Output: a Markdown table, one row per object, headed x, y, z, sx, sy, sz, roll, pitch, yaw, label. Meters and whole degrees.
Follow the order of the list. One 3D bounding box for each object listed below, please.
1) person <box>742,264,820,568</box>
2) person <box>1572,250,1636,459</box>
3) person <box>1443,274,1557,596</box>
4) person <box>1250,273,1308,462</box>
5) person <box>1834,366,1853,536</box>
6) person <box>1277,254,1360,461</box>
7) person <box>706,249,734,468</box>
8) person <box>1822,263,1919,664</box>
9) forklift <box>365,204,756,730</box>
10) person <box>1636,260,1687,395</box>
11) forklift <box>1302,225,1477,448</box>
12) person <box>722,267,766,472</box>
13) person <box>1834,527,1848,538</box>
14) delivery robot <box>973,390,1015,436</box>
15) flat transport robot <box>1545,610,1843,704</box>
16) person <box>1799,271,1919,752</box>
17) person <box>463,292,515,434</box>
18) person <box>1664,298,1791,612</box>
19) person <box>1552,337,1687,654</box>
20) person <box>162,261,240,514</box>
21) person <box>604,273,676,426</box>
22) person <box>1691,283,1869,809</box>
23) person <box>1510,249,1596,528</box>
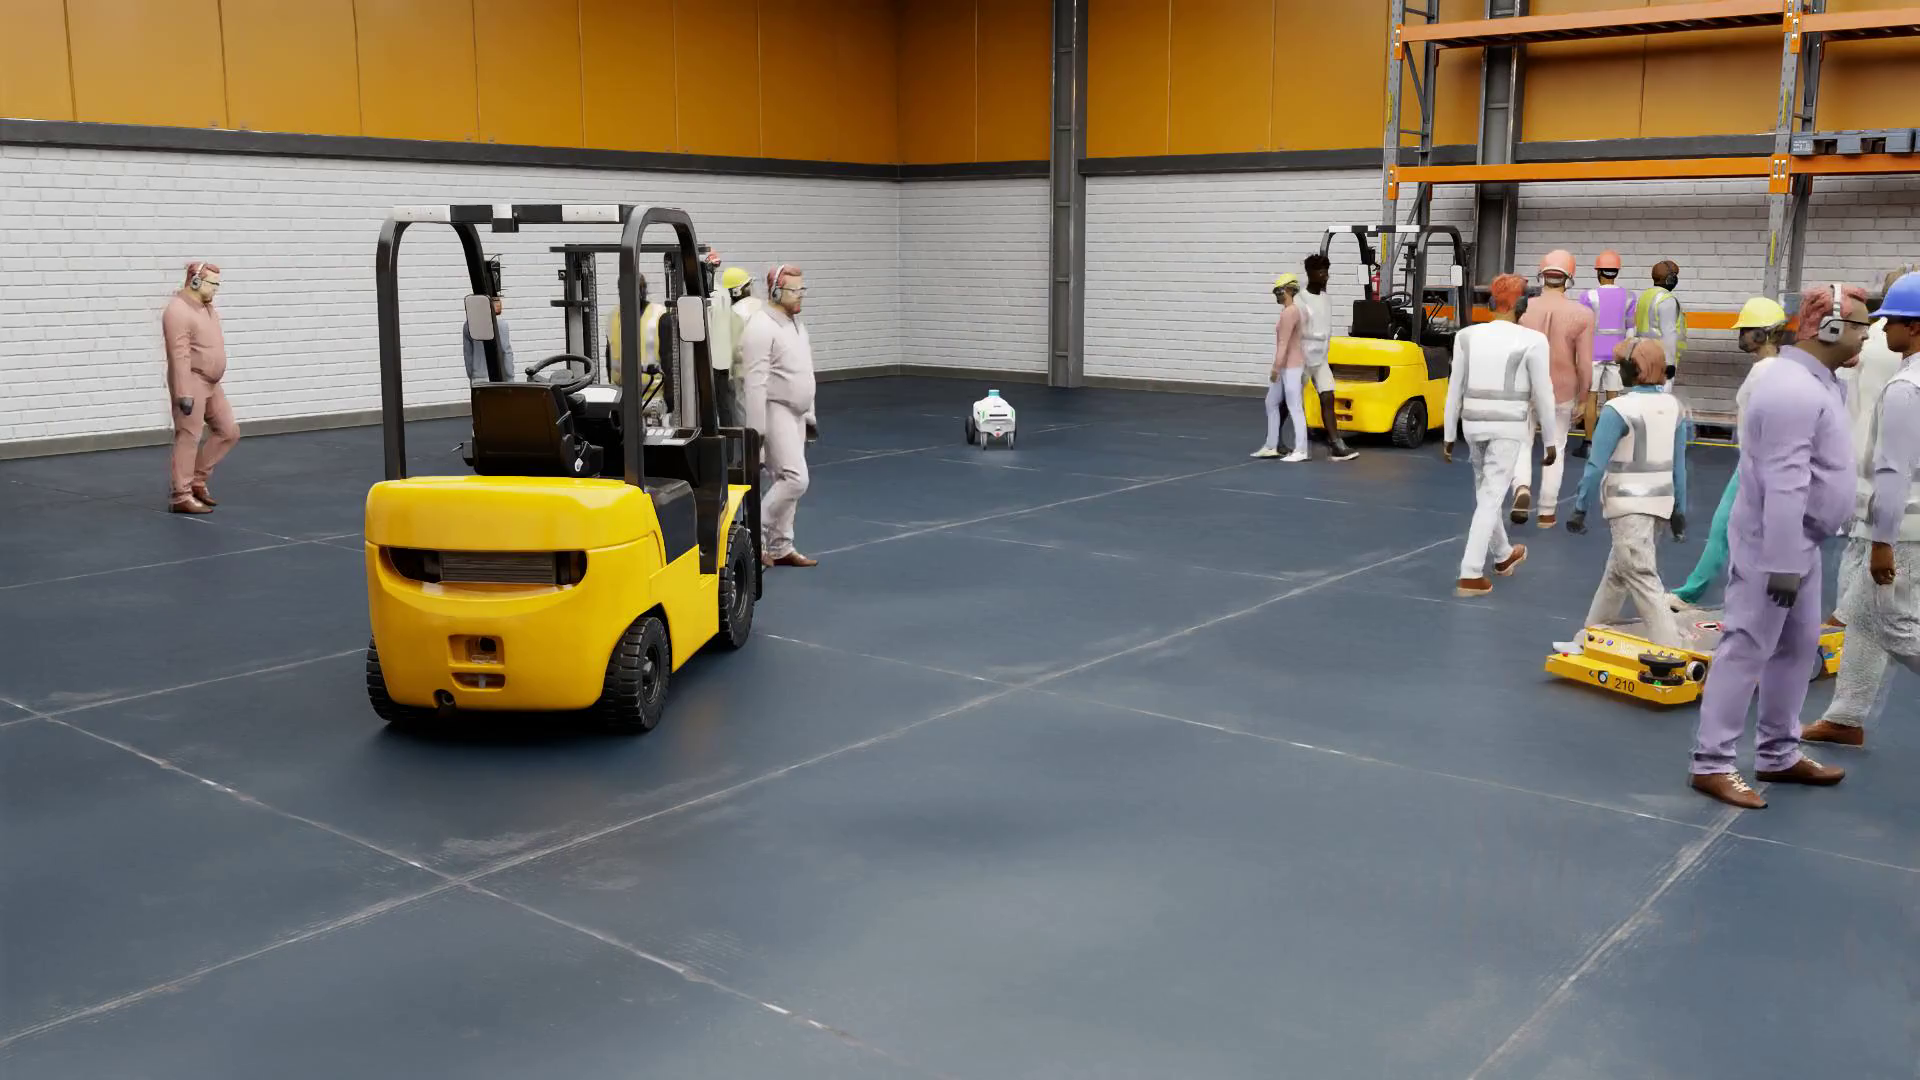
| x | y | z | sx | sy | sz | roll | pitch | yaw | label |
| --- | --- | --- | --- | --- | --- | --- | --- | --- | --- |
| -1.072 | -0.737 | 10.223 | 0.422 | 1.890 | 0.650 | 2 | 10 | 13 | person |
| 5.994 | -1.724 | 15.540 | 0.553 | 1.935 | 0.362 | -1 | 10 | -5 | person |
| 3.184 | -0.621 | 9.708 | 0.969 | 1.830 | 0.608 | -9 | 14 | -41 | person |
| 2.948 | -1.579 | 15.337 | 0.638 | 1.722 | 0.529 | 2 | 10 | 9 | person |
| 4.869 | -0.461 | 9.184 | 0.867 | 1.706 | 0.496 | 10 | 14 | 43 | person |
| 3.253 | -1.692 | 15.443 | 0.626 | 1.911 | 1.025 | -8 | 13 | -38 | person |
| -2.128 | -1.484 | 14.055 | 0.398 | 1.990 | 0.622 | 3 | 11 | 15 | person |
| 4.426 | -0.344 | 7.928 | 0.439 | 1.925 | 0.657 | 6 | 12 | 30 | person |
| -1.766 | -0.406 | 7.525 | 1.214 | 2.155 | 2.313 | 1 | 10 | 7 | forklift |
| 6.542 | -1.677 | 15.539 | 0.429 | 1.847 | 0.625 | 0 | 10 | -1 | person |
| 4.449 | -2.115 | 16.993 | 1.214 | 2.155 | 2.313 | 8 | 13 | 38 | forklift |
| -1.916 | -1.490 | 14.614 | 0.538 | 1.800 | 0.616 | 4 | 11 | 21 | person |
| 6.376 | -0.755 | 11.147 | 0.878 | 1.581 | 0.566 | 2 | 10 | 11 | person |
| 0.334 | -1.238 | 16.419 | 0.477 | 0.478 | 0.707 | -1 | 10 | -6 | delivery robot |
| 3.501 | 0.511 | 7.773 | 1.431 | 0.197 | 0.652 | -6 | 12 | -28 | flat transport robot |
| 3.684 | -0.055 | 6.342 | 0.838 | 1.924 | 0.614 | 10 | 14 | 44 | person |
| -4.102 | -1.393 | 14.550 | 0.501 | 1.633 | 0.279 | 4 | 11 | 22 | person |
| 4.133 | -0.406 | 8.807 | 0.857 | 1.726 | 0.557 | 8 | 13 | 39 | person |
| 3.108 | -0.128 | 7.644 | 0.513 | 1.597 | 0.854 | -7 | 12 | -32 | person |
| -5.707 | -1.136 | 12.452 | 0.484 | 1.874 | 0.768 | -1 | 10 | -3 | person |
| -2.412 | -1.164 | 12.800 | 0.636 | 1.817 | 0.759 | 3 | 11 | 16 | person |
| 3.002 | 0.027 | 6.014 | 0.537 | 1.884 | 0.651 | 7 | 12 | 32 | person |
| 4.094 | -1.037 | 11.633 | 0.630 | 1.973 | 0.626 | 4 | 11 | 23 | person |
